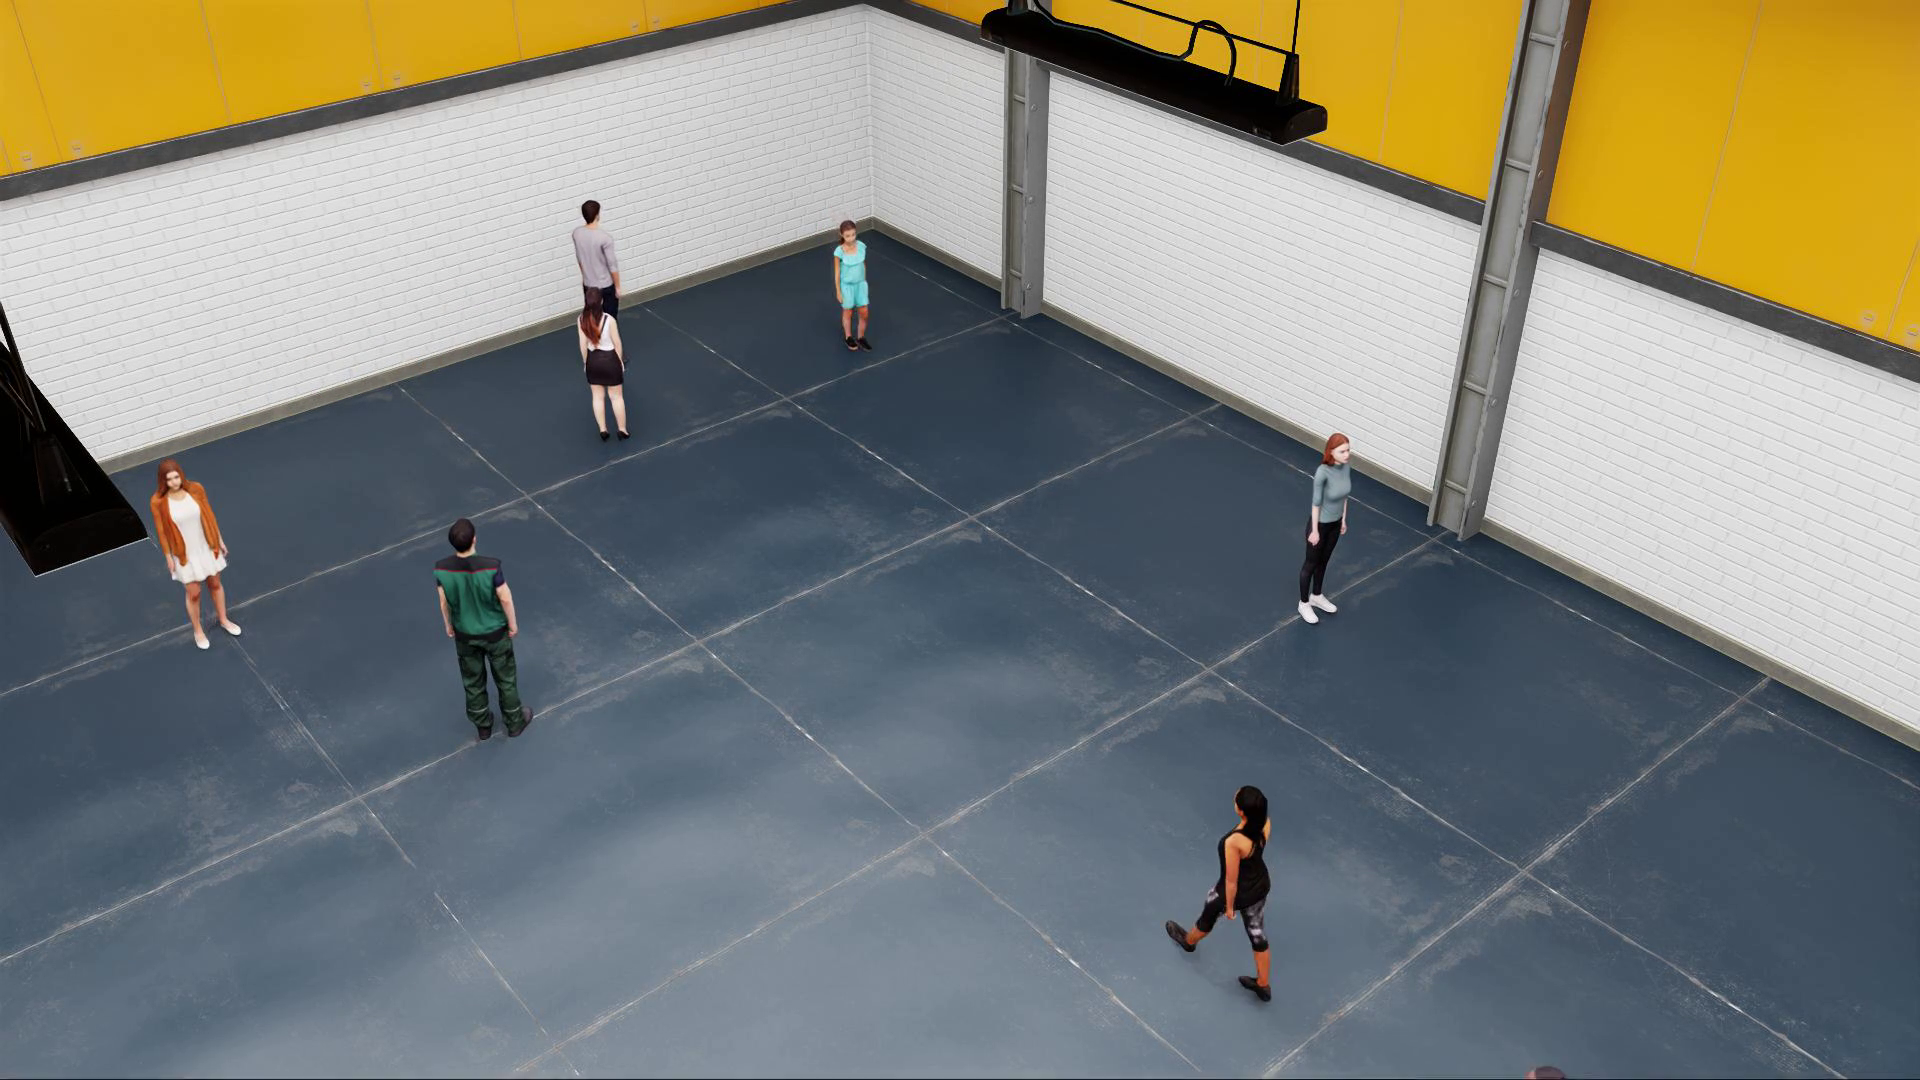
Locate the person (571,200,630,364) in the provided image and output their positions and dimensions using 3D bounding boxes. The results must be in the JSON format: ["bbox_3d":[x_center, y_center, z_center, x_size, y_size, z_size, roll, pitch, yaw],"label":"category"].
[{"bbox_3d":[-3.837,-2.727,17.640,0.641,1.842,0.786,13,36,19],"label":"person"}]

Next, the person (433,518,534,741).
[{"bbox_3d":[-3.597,0.670,12.478,0.766,1.899,0.792,-1,34,-2],"label":"person"}]

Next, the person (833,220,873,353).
[{"bbox_3d":[-1.192,-2.770,17.981,0.635,1.535,0.695,-15,36,-21],"label":"person"}]

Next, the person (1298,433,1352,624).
[{"bbox_3d":[3.035,-0.124,13.812,0.571,1.743,0.538,-23,40,-31],"label":"person"}]

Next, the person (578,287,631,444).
[{"bbox_3d":[-3.496,-1.709,16.283,0.631,1.648,0.683,1,34,1],"label":"person"}]

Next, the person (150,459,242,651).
[{"bbox_3d":[-6.244,0.053,13.573,0.606,1.714,0.553,-26,42,-34],"label":"person"}]

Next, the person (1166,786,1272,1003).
[{"bbox_3d":[1.826,2.219,10.389,0.598,1.630,1.037,-26,42,-33],"label":"person"}]
